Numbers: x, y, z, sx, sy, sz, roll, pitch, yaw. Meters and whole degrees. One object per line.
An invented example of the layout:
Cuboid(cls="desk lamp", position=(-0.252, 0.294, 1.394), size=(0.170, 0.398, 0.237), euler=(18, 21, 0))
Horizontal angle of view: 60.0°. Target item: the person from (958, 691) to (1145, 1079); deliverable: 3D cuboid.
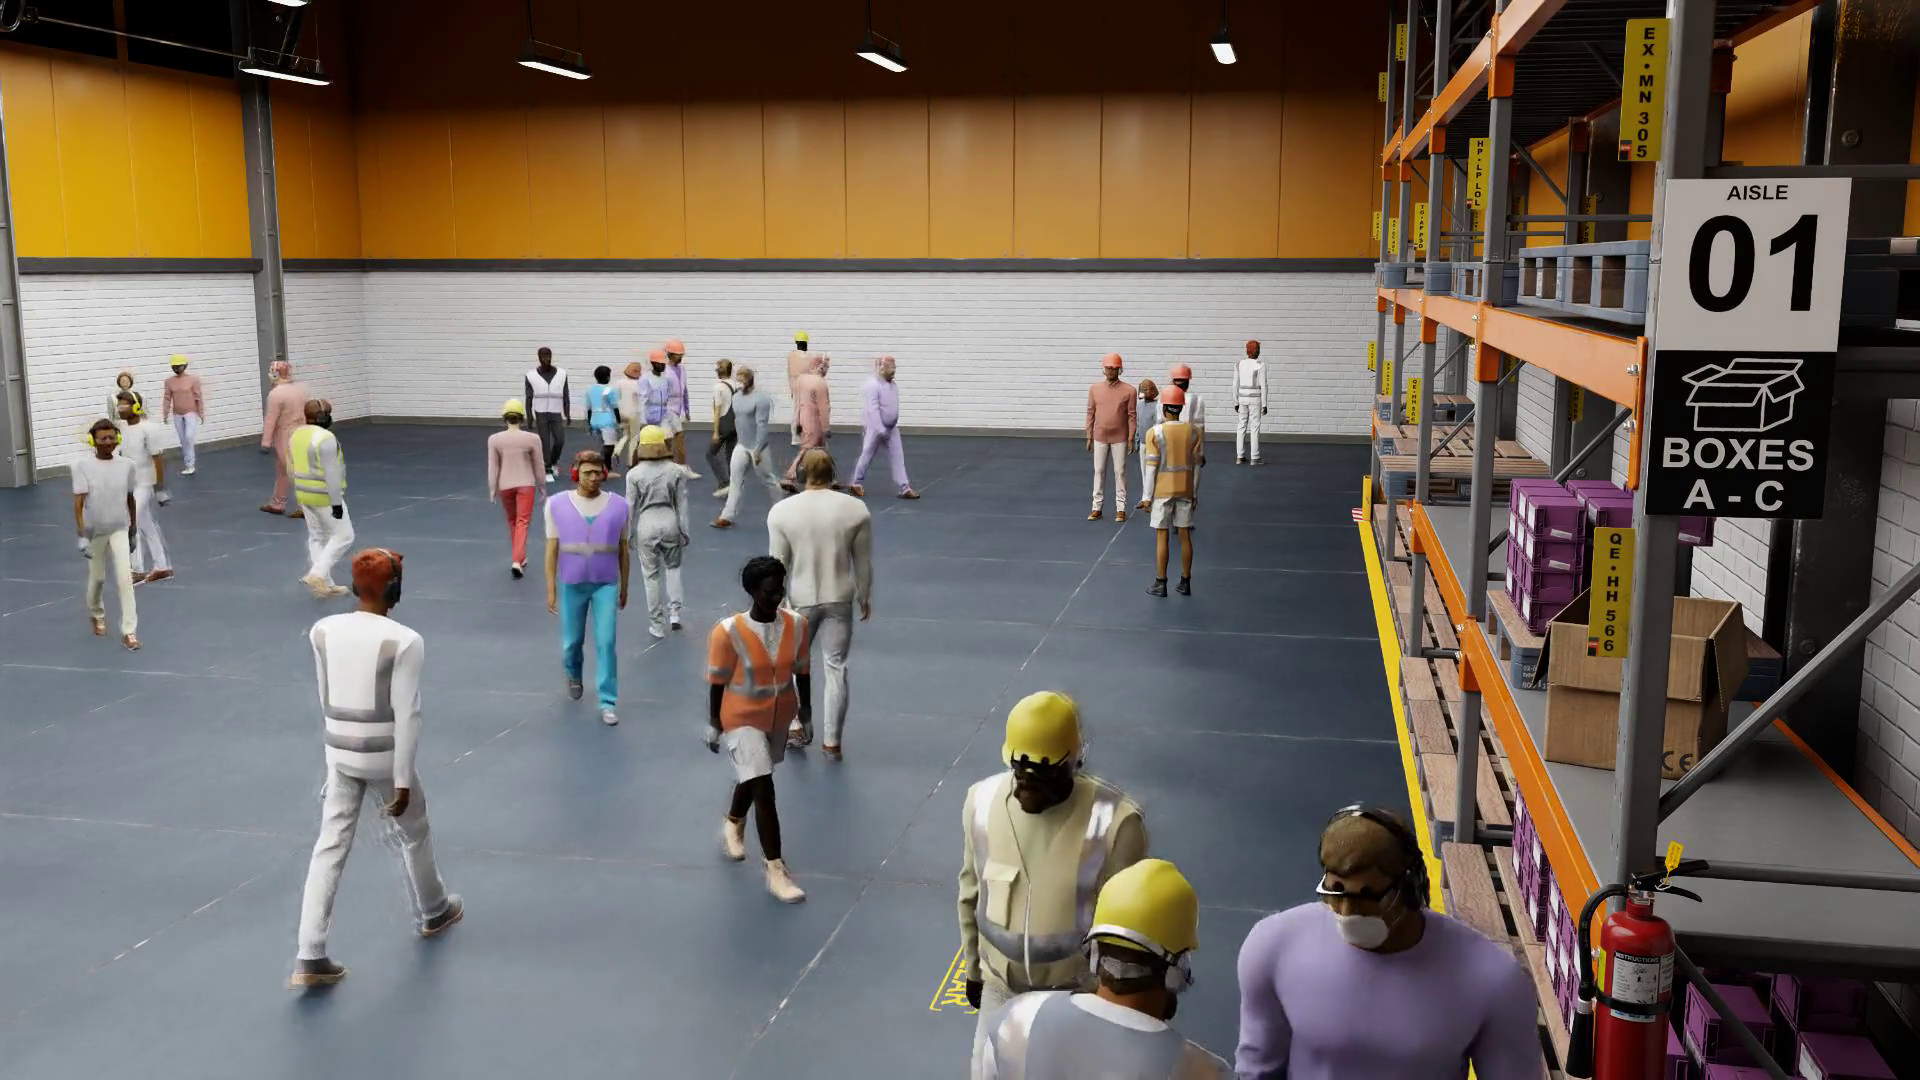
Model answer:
Cuboid(cls="person", position=(0.247, 1.321, 4.948), size=(0.611, 1.804, 0.512), euler=(4, 10, 20))

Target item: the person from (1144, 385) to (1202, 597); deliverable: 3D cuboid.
Cuboid(cls="person", position=(1.927, -0.443, 15.194), size=(0.543, 1.938, 0.356), euler=(-3, 10, -17))

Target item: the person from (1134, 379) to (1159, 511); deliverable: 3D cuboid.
Cuboid(cls="person", position=(2.336, -1.168, 20.516), size=(0.302, 1.625, 0.498), euler=(-6, 11, -32))

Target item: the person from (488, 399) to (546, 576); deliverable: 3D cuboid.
Cuboid(cls="person", position=(-4.351, -0.516, 16.313), size=(0.531, 1.734, 0.919), euler=(0, 9, -1))

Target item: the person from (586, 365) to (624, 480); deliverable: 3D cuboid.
Cuboid(cls="person", position=(-4.977, -1.613, 23.117), size=(0.525, 1.646, 0.787), euler=(7, 12, 37))

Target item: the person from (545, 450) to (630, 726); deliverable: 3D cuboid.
Cuboid(cls="person", position=(-2.495, 0.284, 11.176), size=(0.576, 1.820, 0.800), euler=(-3, 10, -17))

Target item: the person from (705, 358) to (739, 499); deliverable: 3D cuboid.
Cuboid(cls="person", position=(-3.048, -1.417, 21.382), size=(0.456, 1.830, 0.556), euler=(5, 11, 30))

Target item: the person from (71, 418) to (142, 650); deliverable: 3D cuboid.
Cuboid(cls="person", position=(-6.846, -0.075, 13.330), size=(0.511, 1.832, 0.976), euler=(-7, 12, -38))

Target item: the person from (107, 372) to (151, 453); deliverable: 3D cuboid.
Cuboid(cls="person", position=(-11.178, -1.474, 22.424), size=(0.517, 1.605, 0.807), euler=(-3, 10, -20))

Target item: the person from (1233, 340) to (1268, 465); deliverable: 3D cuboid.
Cuboid(cls="person", position=(4.408, -2.077, 25.198), size=(0.585, 1.882, 0.340), euler=(9, 13, 43))

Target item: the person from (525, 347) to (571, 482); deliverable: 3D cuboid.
Cuboid(cls="person", position=(-5.748, -1.756, 23.215), size=(0.625, 1.896, 0.459), euler=(-4, 10, -24))

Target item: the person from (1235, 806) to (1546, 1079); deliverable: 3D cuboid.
Cuboid(cls="person", position=(0.964, 1.494, 3.656), size=(0.749, 1.904, 0.635), euler=(2, 10, 13))

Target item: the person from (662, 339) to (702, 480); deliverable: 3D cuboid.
Cuboid(cls="person", position=(-4.148, -1.863, 23.629), size=(1.060, 1.989, 0.617), euler=(4, 10, 25))

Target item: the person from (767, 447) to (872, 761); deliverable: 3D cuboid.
Cuboid(cls="person", position=(-0.863, 0.383, 10.289), size=(0.651, 1.919, 0.640), euler=(-2, 10, -9))

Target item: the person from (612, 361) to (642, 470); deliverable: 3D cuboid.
Cuboid(cls="person", position=(-4.857, -1.804, 24.351), size=(0.532, 1.611, 0.438), euler=(6, 11, 31))

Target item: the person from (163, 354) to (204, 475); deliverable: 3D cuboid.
Cuboid(cls="person", position=(-11.200, -1.794, 23.907), size=(0.543, 1.743, 0.661), euler=(1, 9, 3))

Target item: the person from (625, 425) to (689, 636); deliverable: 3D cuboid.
Cuboid(cls="person", position=(-2.477, -0.074, 13.551), size=(0.513, 1.728, 0.340), euler=(-4, 10, -20))

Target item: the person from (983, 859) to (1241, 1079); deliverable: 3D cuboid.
Cuboid(cls="person", position=(0.342, 1.558, 3.547), size=(0.622, 1.799, 0.580), euler=(7, 12, 36))

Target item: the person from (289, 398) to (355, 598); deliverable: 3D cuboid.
Cuboid(cls="person", position=(-5.773, -0.367, 15.050), size=(0.649, 1.831, 0.436), euler=(7, 12, 38))

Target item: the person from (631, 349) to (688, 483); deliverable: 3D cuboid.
Cuboid(cls="person", position=(-4.247, -1.692, 22.921), size=(0.937, 1.887, 0.576), euler=(7, 12, 36))

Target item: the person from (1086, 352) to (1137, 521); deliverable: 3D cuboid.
Cuboid(cls="person", position=(1.782, -1.215, 19.664), size=(0.612, 1.997, 0.376), euler=(3, 10, 17))

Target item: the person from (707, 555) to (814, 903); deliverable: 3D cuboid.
Cuboid(cls="person", position=(-1.005, 0.865, 8.184), size=(0.539, 1.650, 0.906), euler=(-7, 12, -37))

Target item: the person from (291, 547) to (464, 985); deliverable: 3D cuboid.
Cuboid(cls="person", position=(-2.547, 0.947, 7.162), size=(0.578, 1.836, 1.029), euler=(2, 10, 14))

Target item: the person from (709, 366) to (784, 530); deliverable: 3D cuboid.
Cuboid(cls="person", position=(-2.386, -1.061, 19.119), size=(0.646, 1.881, 1.055), euler=(8, 13, 42))

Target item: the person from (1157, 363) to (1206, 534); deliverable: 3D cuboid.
Cuboid(cls="person", position=(2.505, -1.027, 18.753), size=(0.586, 1.921, 0.473), euler=(4, 10, 21))

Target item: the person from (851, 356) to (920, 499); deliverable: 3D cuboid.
Cuboid(cls="person", position=(-1.013, -1.453, 21.558), size=(1.036, 1.857, 0.631), euler=(7, 12, 38))

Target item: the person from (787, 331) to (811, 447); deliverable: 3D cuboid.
Cuboid(cls="person", position=(-2.636, -2.517, 27.709), size=(0.587, 1.930, 0.360), euler=(9, 13, 44))

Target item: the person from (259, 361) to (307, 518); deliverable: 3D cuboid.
Cuboid(cls="person", position=(-8.167, -1.195, 19.906), size=(0.895, 1.870, 0.674), euler=(1, 10, 7))

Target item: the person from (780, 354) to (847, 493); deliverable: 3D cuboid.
Cuboid(cls="person", position=(-1.981, -1.540, 22.091), size=(0.965, 1.851, 0.676), euler=(-4, 10, -24))

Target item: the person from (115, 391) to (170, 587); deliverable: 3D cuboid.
Cuboid(cls="person", position=(-7.864, -0.484, 15.725), size=(0.522, 1.845, 0.734), euler=(8, 12, 39))
